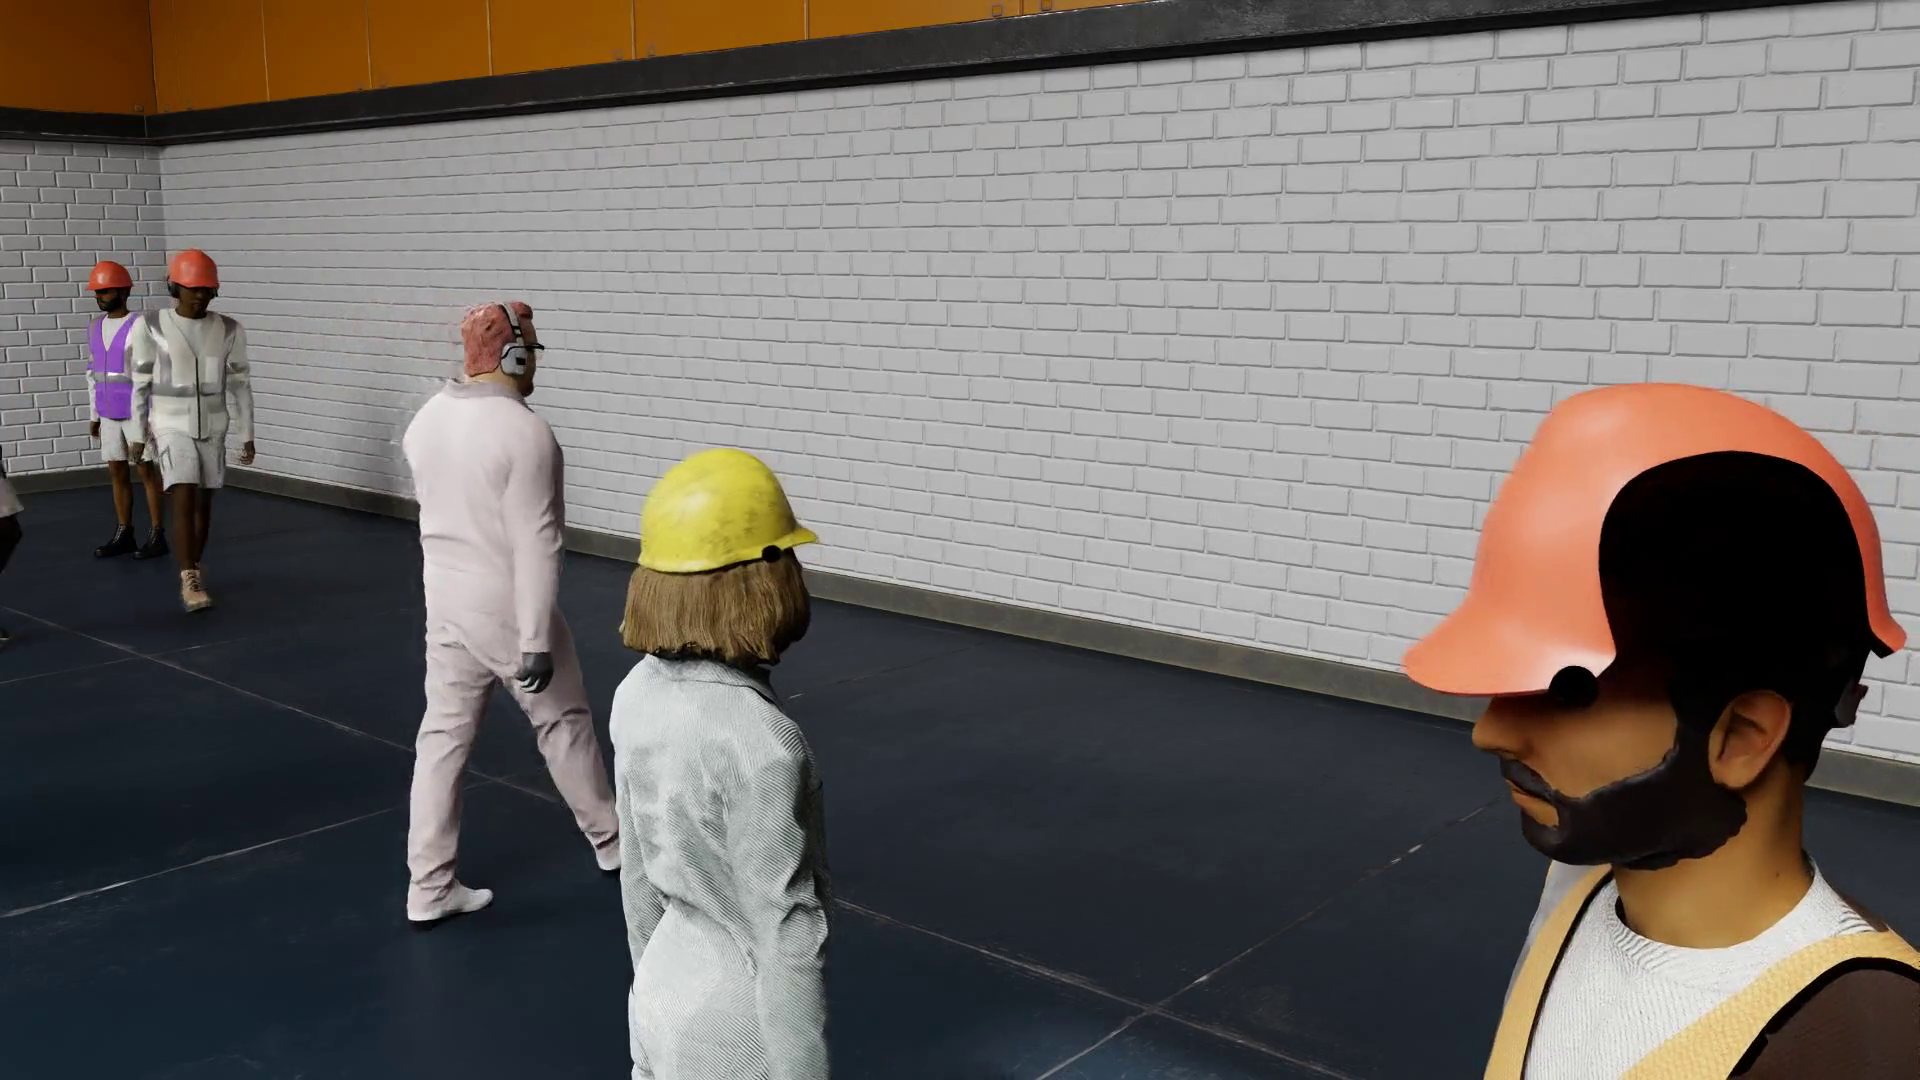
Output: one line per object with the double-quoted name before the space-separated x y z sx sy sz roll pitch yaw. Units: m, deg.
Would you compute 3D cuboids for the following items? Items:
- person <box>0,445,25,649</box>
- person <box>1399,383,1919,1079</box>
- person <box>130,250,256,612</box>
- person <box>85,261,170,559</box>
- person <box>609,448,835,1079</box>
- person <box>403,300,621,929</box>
"person" -4.935 -0.376 8.195 0.441 1.938 0.655 3 10 18
"person" 0.483 0.852 1.233 0.378 1.932 0.551 0 10 -2
"person" -4.246 -0.601 9.305 0.633 2.000 0.903 -9 13 -41
"person" -5.453 -0.836 10.837 0.552 1.937 0.356 3 10 15
"person" -0.328 0.734 2.442 0.289 1.746 0.485 -7 12 -37
"person" -1.343 0.204 5.109 0.668 1.857 0.962 7 12 36
